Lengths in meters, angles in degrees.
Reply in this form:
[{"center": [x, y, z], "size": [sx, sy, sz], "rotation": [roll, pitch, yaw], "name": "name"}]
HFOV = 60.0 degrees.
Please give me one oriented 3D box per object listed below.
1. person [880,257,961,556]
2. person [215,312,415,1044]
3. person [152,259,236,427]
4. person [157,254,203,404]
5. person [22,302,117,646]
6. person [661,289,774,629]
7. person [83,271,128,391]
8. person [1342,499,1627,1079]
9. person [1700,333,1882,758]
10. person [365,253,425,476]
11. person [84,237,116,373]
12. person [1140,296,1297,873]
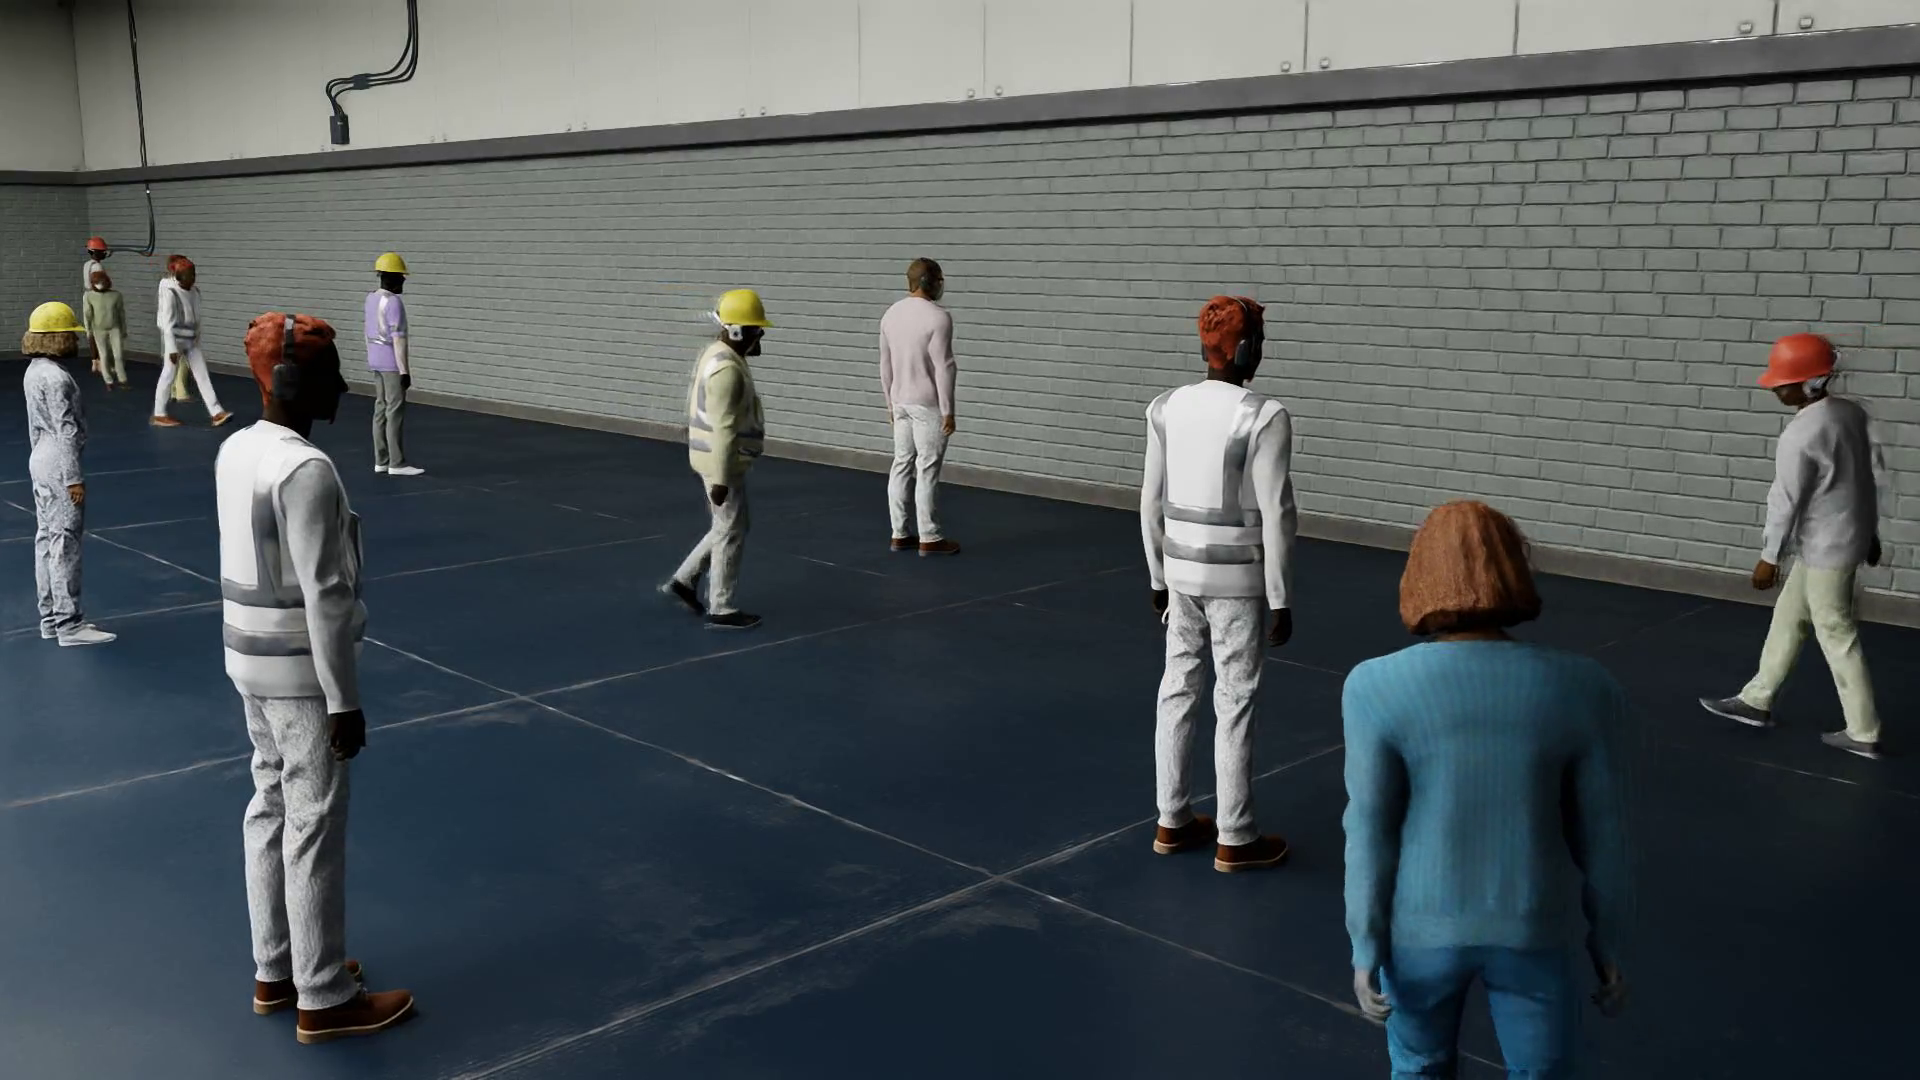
[{"center": [-0.262, -0.865, 10.843], "size": [0.362, 1.936, 0.631], "rotation": [-9, 14, -42], "name": "person"}, {"center": [-1.714, 0.357, 4.328], "size": [0.346, 1.881, 0.578], "rotation": [-9, 14, -42], "name": "person"}, {"center": [-8.379, -2.114, 17.970], "size": [1.057, 1.815, 0.581], "rotation": [3, 11, 17], "name": "person"}, {"center": [-9.681, -2.594, 20.528], "size": [0.381, 1.841, 0.566], "rotation": [-9, 14, -42], "name": "person"}, {"center": [-4.575, -0.338, 8.498], "size": [0.323, 1.743, 0.489], "rotation": [-9, 14, -42], "name": "person"}, {"center": [-1.255, -0.410, 8.735], "size": [0.580, 1.805, 0.616], "rotation": [-2, 11, -10], "name": "person"}, {"center": [-11.409, -2.782, 22.205], "size": [0.517, 1.597, 0.486], "rotation": [-7, 12, -33], "name": "person"}, {"center": [0.943, 0.746, 2.957], "size": [0.517, 1.602, 0.712], "rotation": [1, 10, 4], "name": "person"}, {"center": [3.419, 0.011, 6.738], "size": [0.751, 1.691, 0.618], "rotation": [9, 14, 40], "name": "person"}, {"center": [-4.931, -1.519, 14.444], "size": [0.381, 1.923, 0.591], "rotation": [-9, 14, -42], "name": "person"}, {"center": [-13.032, -3.556, 25.227], "size": [0.395, 2.042, 0.611], "rotation": [-9, 14, -42], "name": "person"}, {"center": [0.852, 0.145, 5.479], "size": [0.346, 1.882, 0.578], "rotation": [-9, 14, -42], "name": "person"}]
